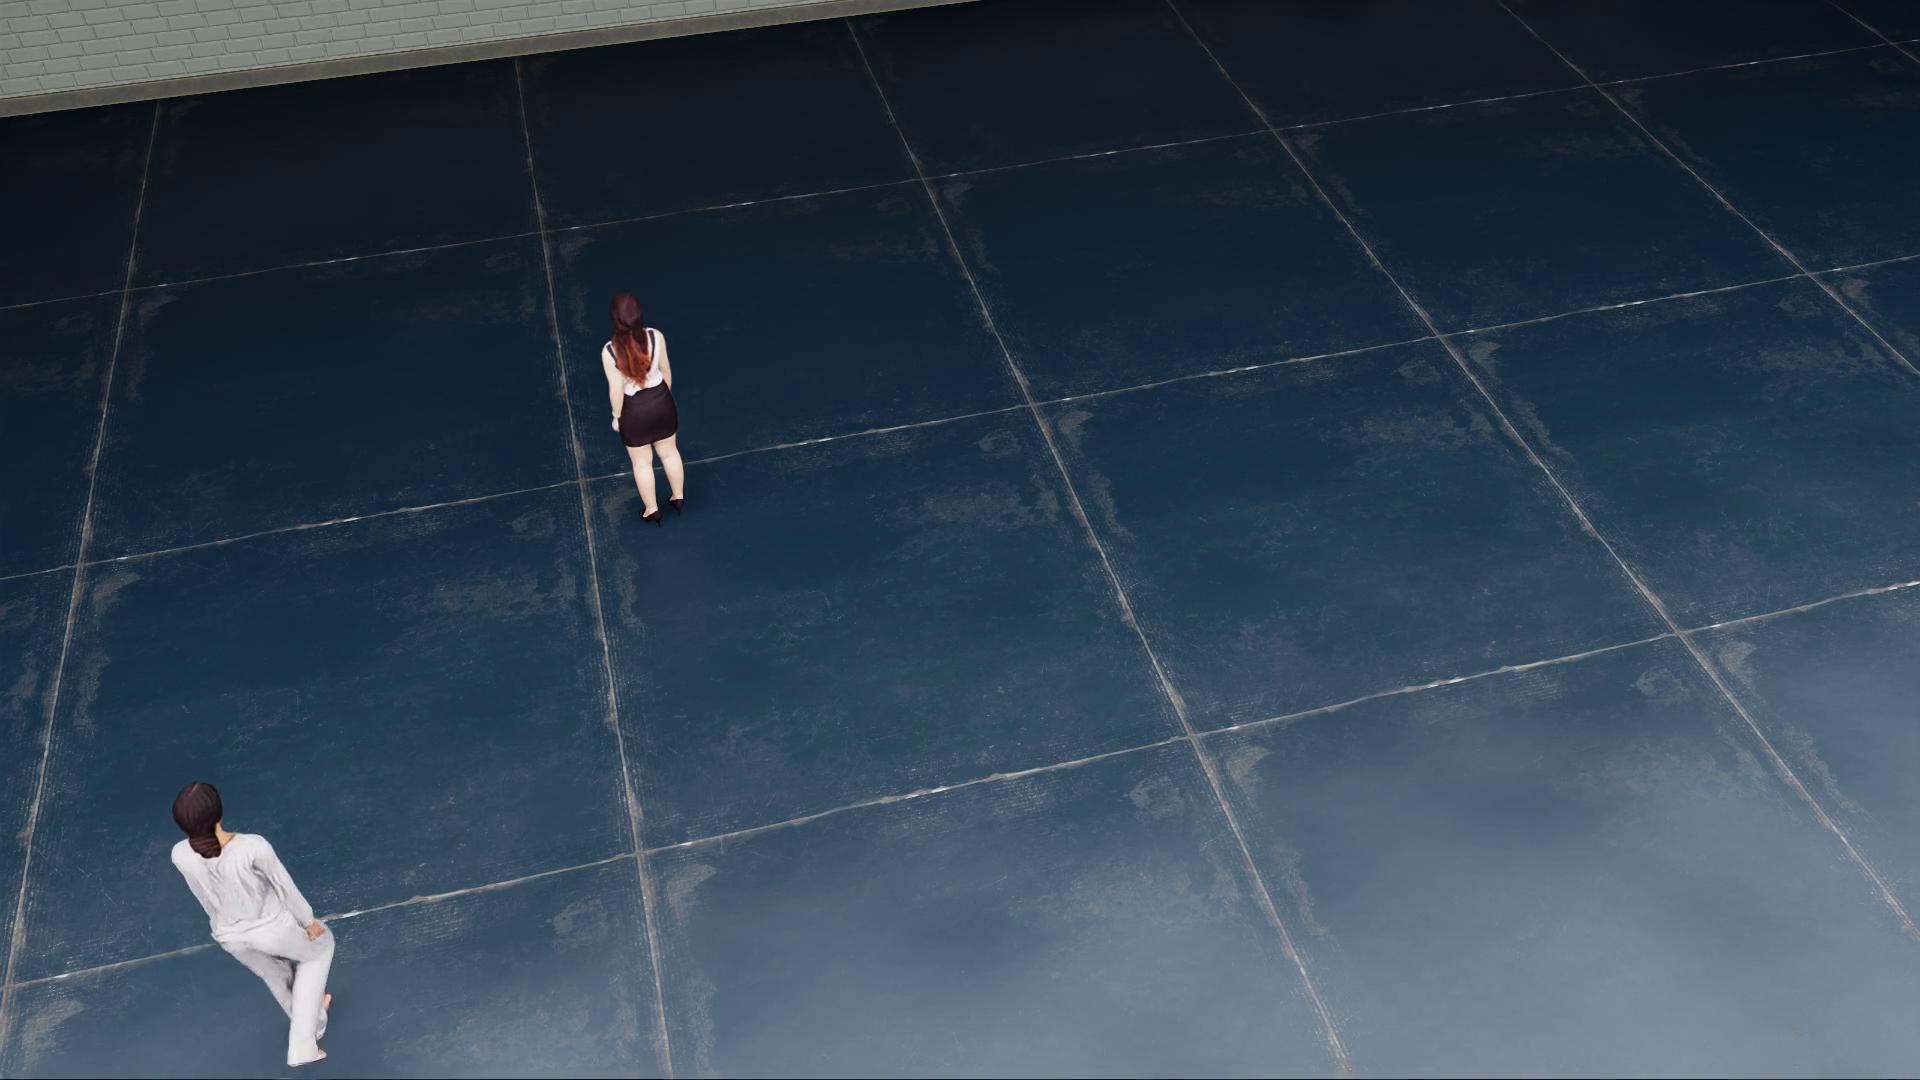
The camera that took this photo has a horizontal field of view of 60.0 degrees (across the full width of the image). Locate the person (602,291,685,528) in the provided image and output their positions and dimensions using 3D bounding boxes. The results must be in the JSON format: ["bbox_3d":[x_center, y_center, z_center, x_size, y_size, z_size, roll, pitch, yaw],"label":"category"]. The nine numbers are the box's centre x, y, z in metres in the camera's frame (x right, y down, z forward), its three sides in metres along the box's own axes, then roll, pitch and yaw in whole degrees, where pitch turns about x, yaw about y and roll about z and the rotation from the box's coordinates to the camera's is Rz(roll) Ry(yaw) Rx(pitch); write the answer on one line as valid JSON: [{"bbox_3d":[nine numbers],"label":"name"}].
[{"bbox_3d":[-1.859,-0.762,9.795,0.619,1.649,0.612,-25,49,-25],"label":"person"}]

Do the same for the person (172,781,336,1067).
[{"bbox_3d":[-2.985,1.705,7.069,0.720,1.763,0.810,0,43,1],"label":"person"}]
